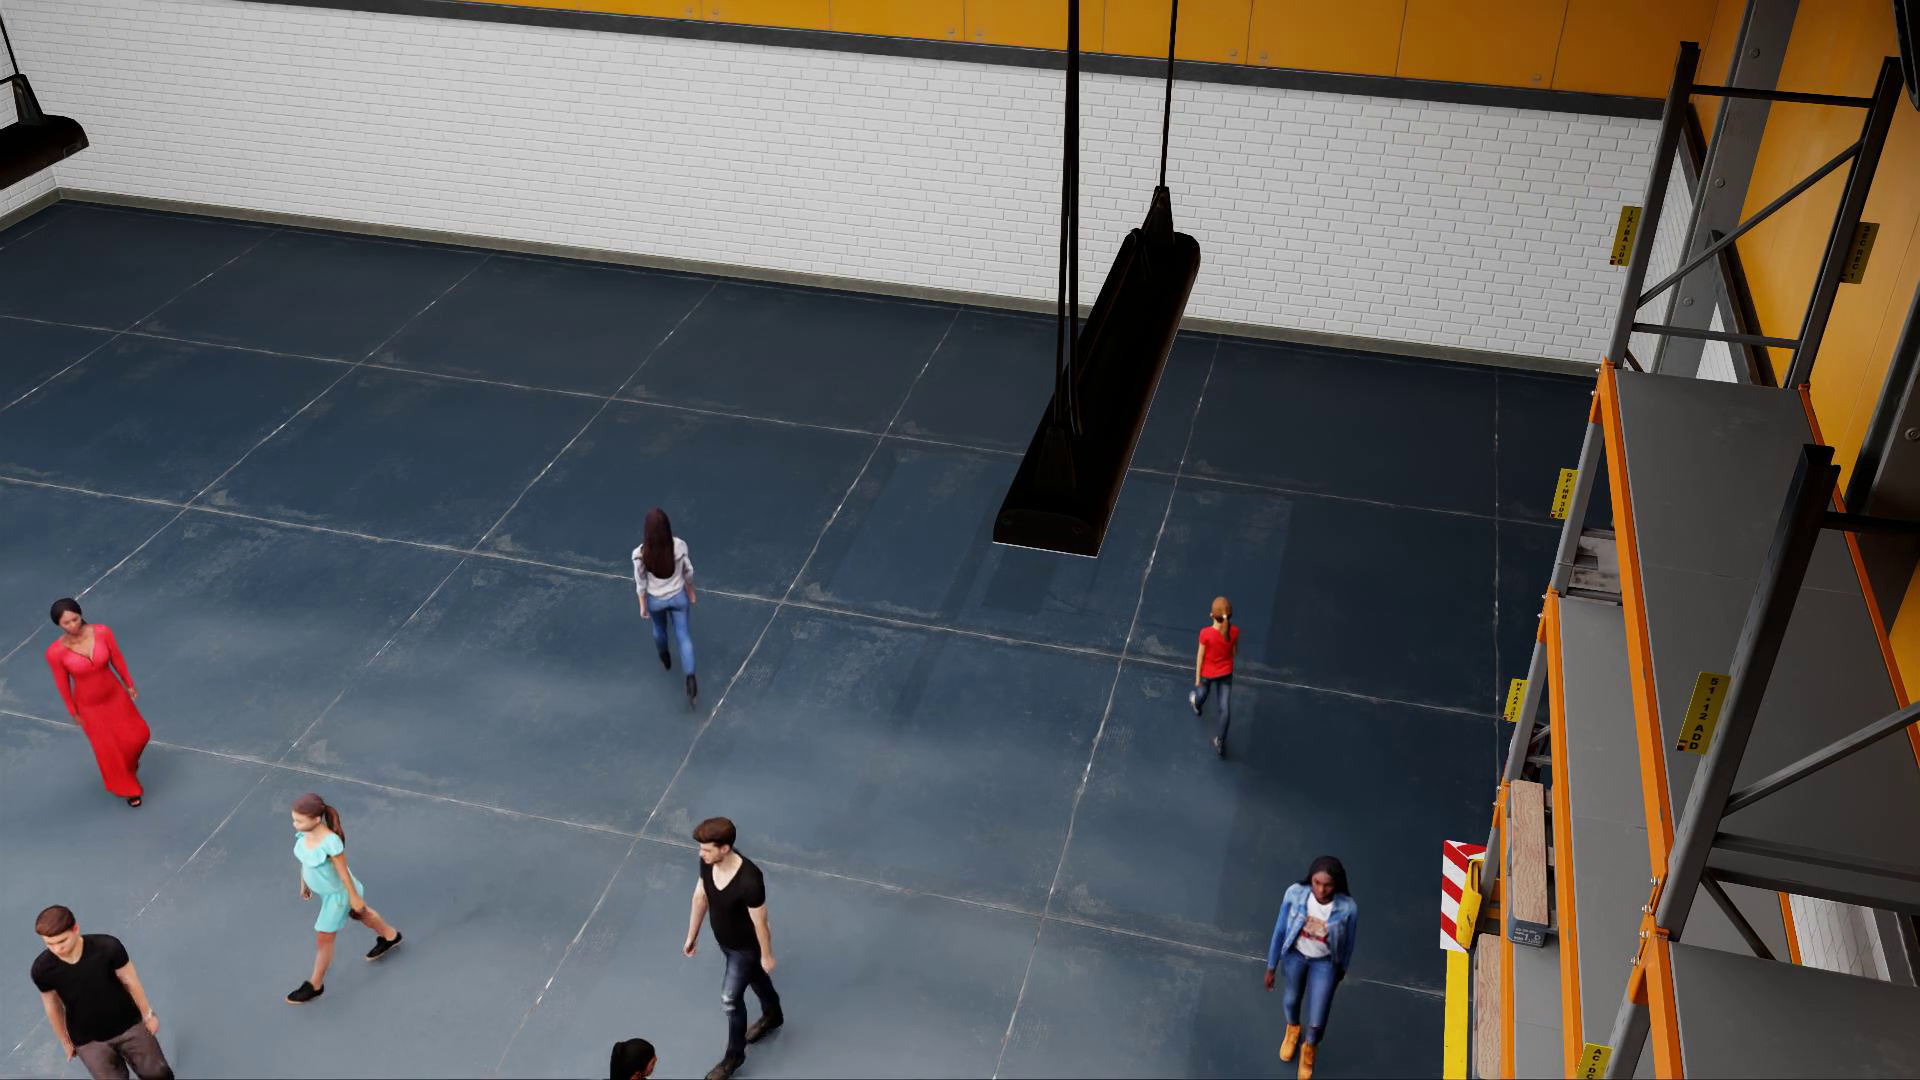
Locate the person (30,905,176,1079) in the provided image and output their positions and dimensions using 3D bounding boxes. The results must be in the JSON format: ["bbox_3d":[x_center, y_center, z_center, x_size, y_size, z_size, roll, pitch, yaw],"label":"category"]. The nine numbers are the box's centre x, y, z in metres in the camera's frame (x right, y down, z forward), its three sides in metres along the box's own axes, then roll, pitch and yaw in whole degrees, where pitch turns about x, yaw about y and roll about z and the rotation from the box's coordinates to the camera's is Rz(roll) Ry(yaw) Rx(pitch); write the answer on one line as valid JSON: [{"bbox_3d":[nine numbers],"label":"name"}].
[{"bbox_3d":[-4.864,2.708,9.514,0.956,1.843,1.039,-13,36,-19],"label":"person"}]

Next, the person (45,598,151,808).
[{"bbox_3d":[-6.191,1.129,11.950,0.860,1.776,0.810,27,42,35],"label":"person"}]

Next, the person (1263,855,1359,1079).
[{"bbox_3d":[2.116,2.480,9.990,0.660,1.696,0.699,14,36,20],"label":"person"}]

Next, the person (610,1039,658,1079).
[{"bbox_3d":[-1.796,3.283,8.841,1.122,1.631,1.083,-17,37,-23],"label":"person"}]

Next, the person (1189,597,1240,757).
[{"bbox_3d":[1.954,1.043,12.528,0.673,1.280,0.955,-2,34,-4],"label":"person"}]

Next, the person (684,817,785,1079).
[{"bbox_3d":[-1.258,2.346,10.035,1.049,1.868,0.938,-26,42,-34],"label":"person"}]

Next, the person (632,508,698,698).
[{"bbox_3d":[-2.265,0.522,13.022,1.003,1.600,1.142,-11,35,-17],"label":"person"}]

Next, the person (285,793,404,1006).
[{"bbox_3d":[-3.917,2.190,10.589,0.901,1.515,1.126,28,43,35],"label":"person"}]
